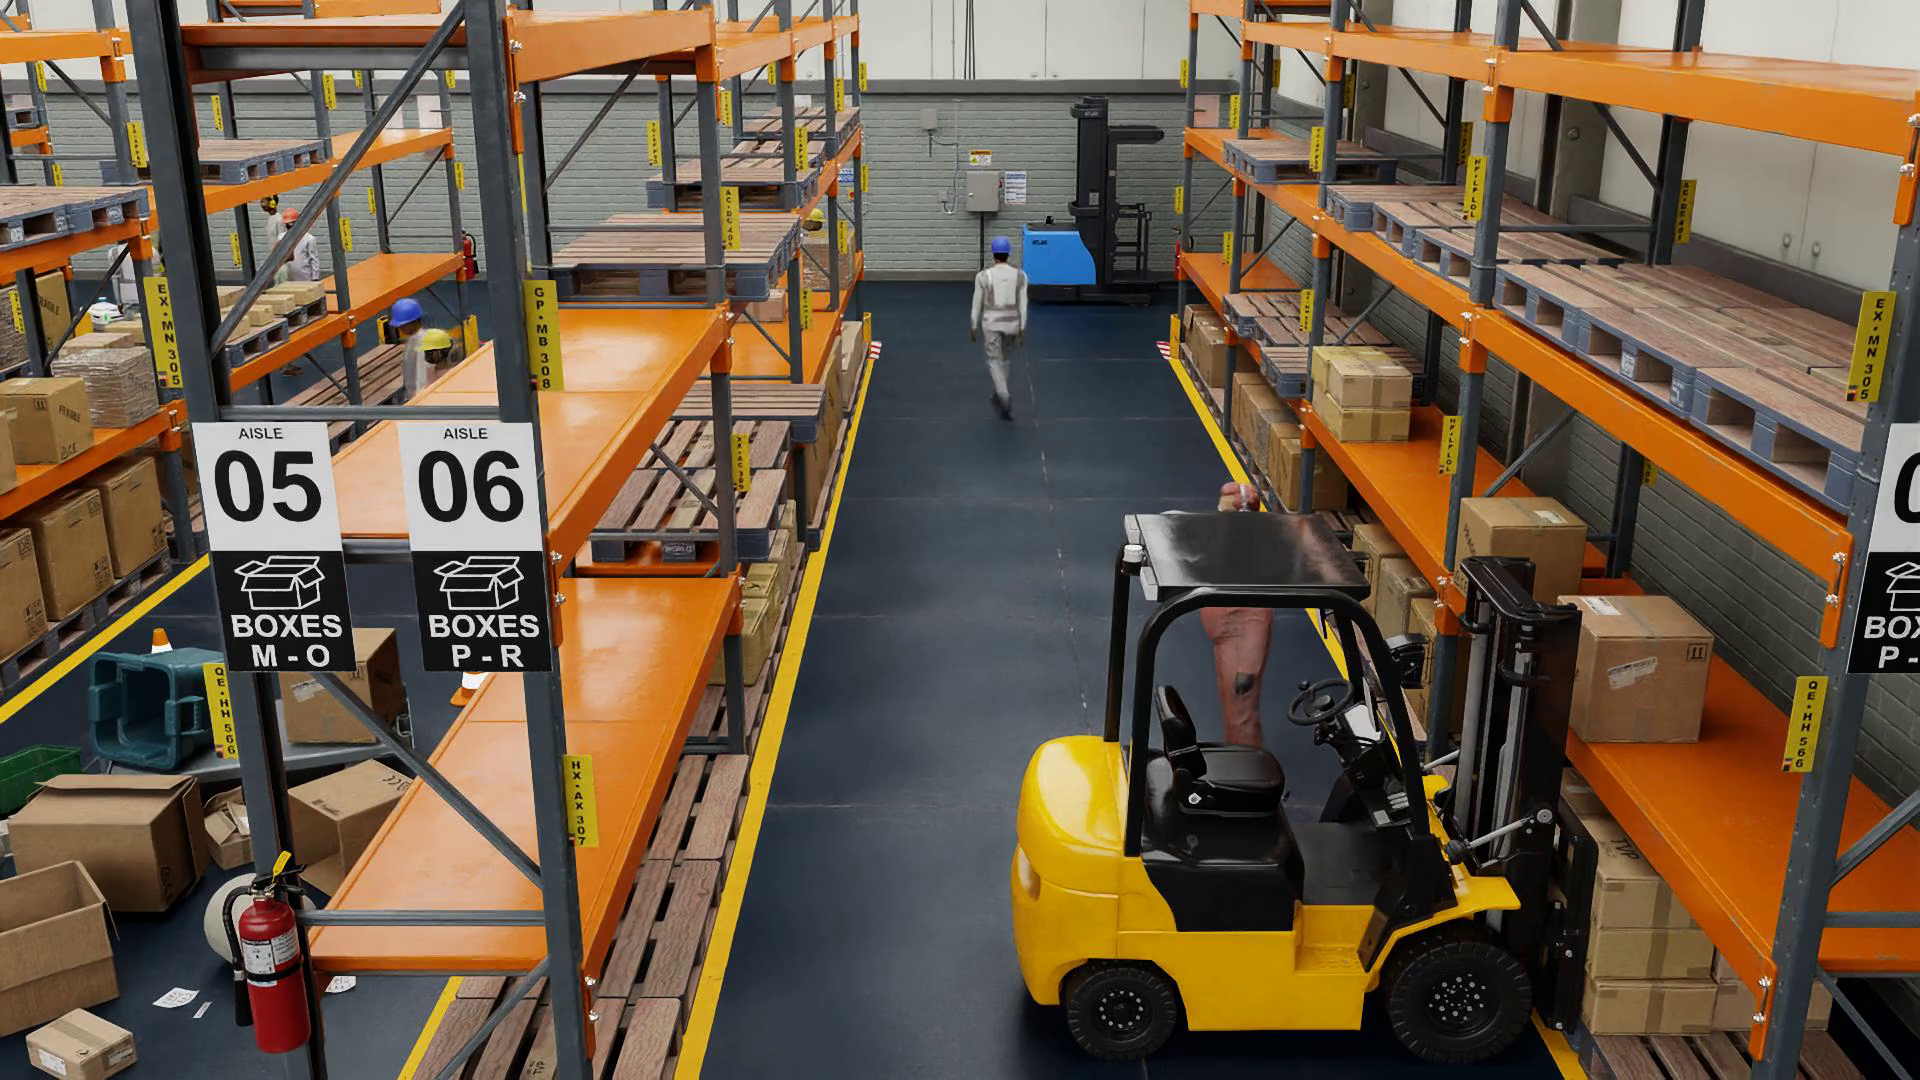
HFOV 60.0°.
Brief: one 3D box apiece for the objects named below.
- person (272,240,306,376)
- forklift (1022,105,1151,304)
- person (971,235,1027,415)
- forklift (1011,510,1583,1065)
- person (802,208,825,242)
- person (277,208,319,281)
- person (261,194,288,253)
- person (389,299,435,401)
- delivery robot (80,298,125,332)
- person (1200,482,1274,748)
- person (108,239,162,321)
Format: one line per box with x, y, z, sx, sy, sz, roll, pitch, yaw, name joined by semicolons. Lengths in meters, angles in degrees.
-8.028;-2.772;19.857;0.333;1.618;0.506;-9;20;-25;person
1.857;-4.944;24.441;1.873;2.768;1.129;0;18;0;forklift
0.445;-2.326;18.040;0.614;1.920;0.865;-5;19;-16;person
1.387;1.055;7.378;2.313;2.155;1.214;0;18;0;forklift
-1.905;-3.474;21.799;0.317;1.733;0.491;-1;18;-2;person
-8.601;-3.427;21.620;0.559;1.751;0.326;3;19;9;person
-9.232;-3.799;22.587;0.326;1.861;0.514;-13;22;-33;person
-4.707;-1.164;14.528;0.563;1.908;0.620;-12;22;-31;person
-11.265;-2.947;21.902;0.707;0.478;0.477;13;22;35;delivery robot
1.524;0.594;9.227;0.403;1.904;0.652;0;18;0;person
-9.679;-2.857;19.629;0.545;1.931;0.380;-5;19;-16;person
